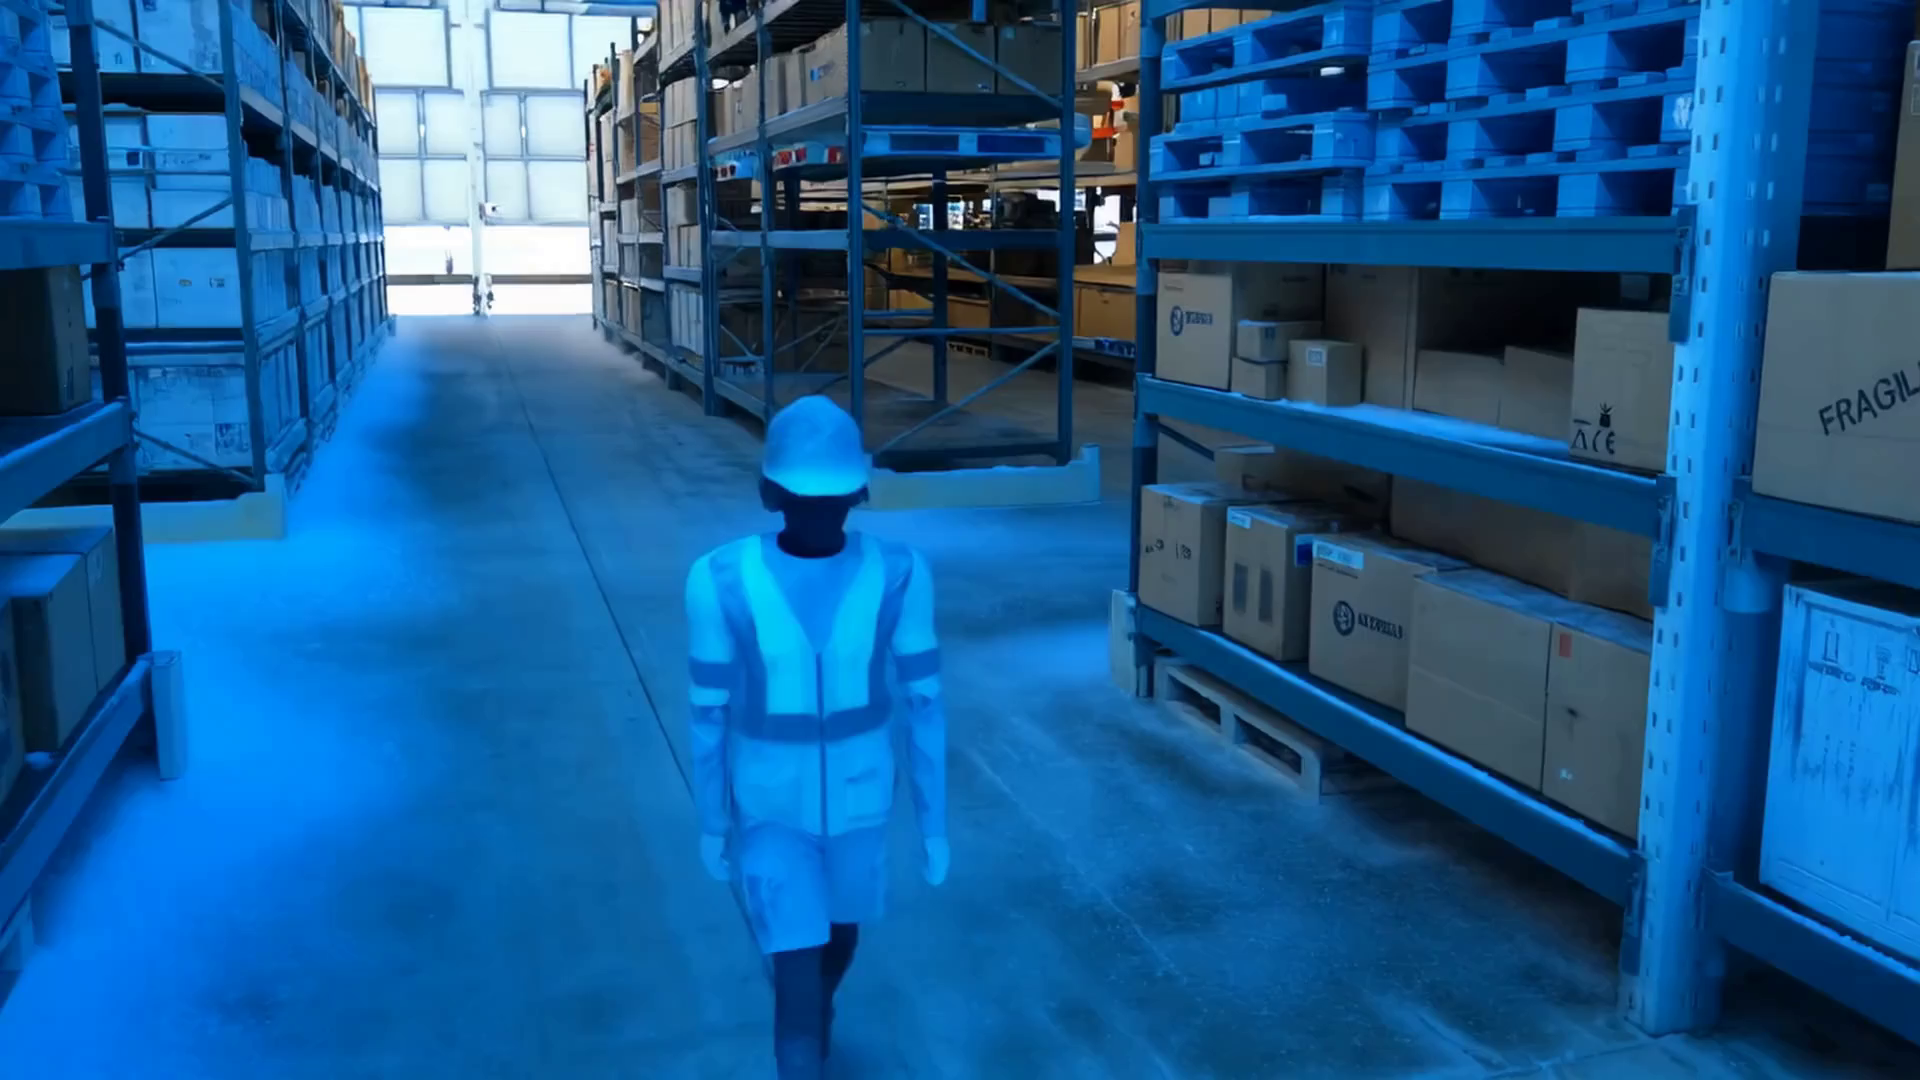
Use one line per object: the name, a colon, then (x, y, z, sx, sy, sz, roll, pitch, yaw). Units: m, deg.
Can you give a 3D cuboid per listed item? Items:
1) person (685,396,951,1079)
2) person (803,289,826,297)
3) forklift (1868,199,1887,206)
person: (-0.361, 0.616, 4.157, 0.619, 1.994, 1.049, -3, 11, -15)
person: (-2.920, -4.675, 33.569, 0.429, 1.837, 0.621, 7, 12, 32)
forklift: (11.338, -2.915, 21.052, 1.129, 2.768, 1.873, -3, 11, -17)
